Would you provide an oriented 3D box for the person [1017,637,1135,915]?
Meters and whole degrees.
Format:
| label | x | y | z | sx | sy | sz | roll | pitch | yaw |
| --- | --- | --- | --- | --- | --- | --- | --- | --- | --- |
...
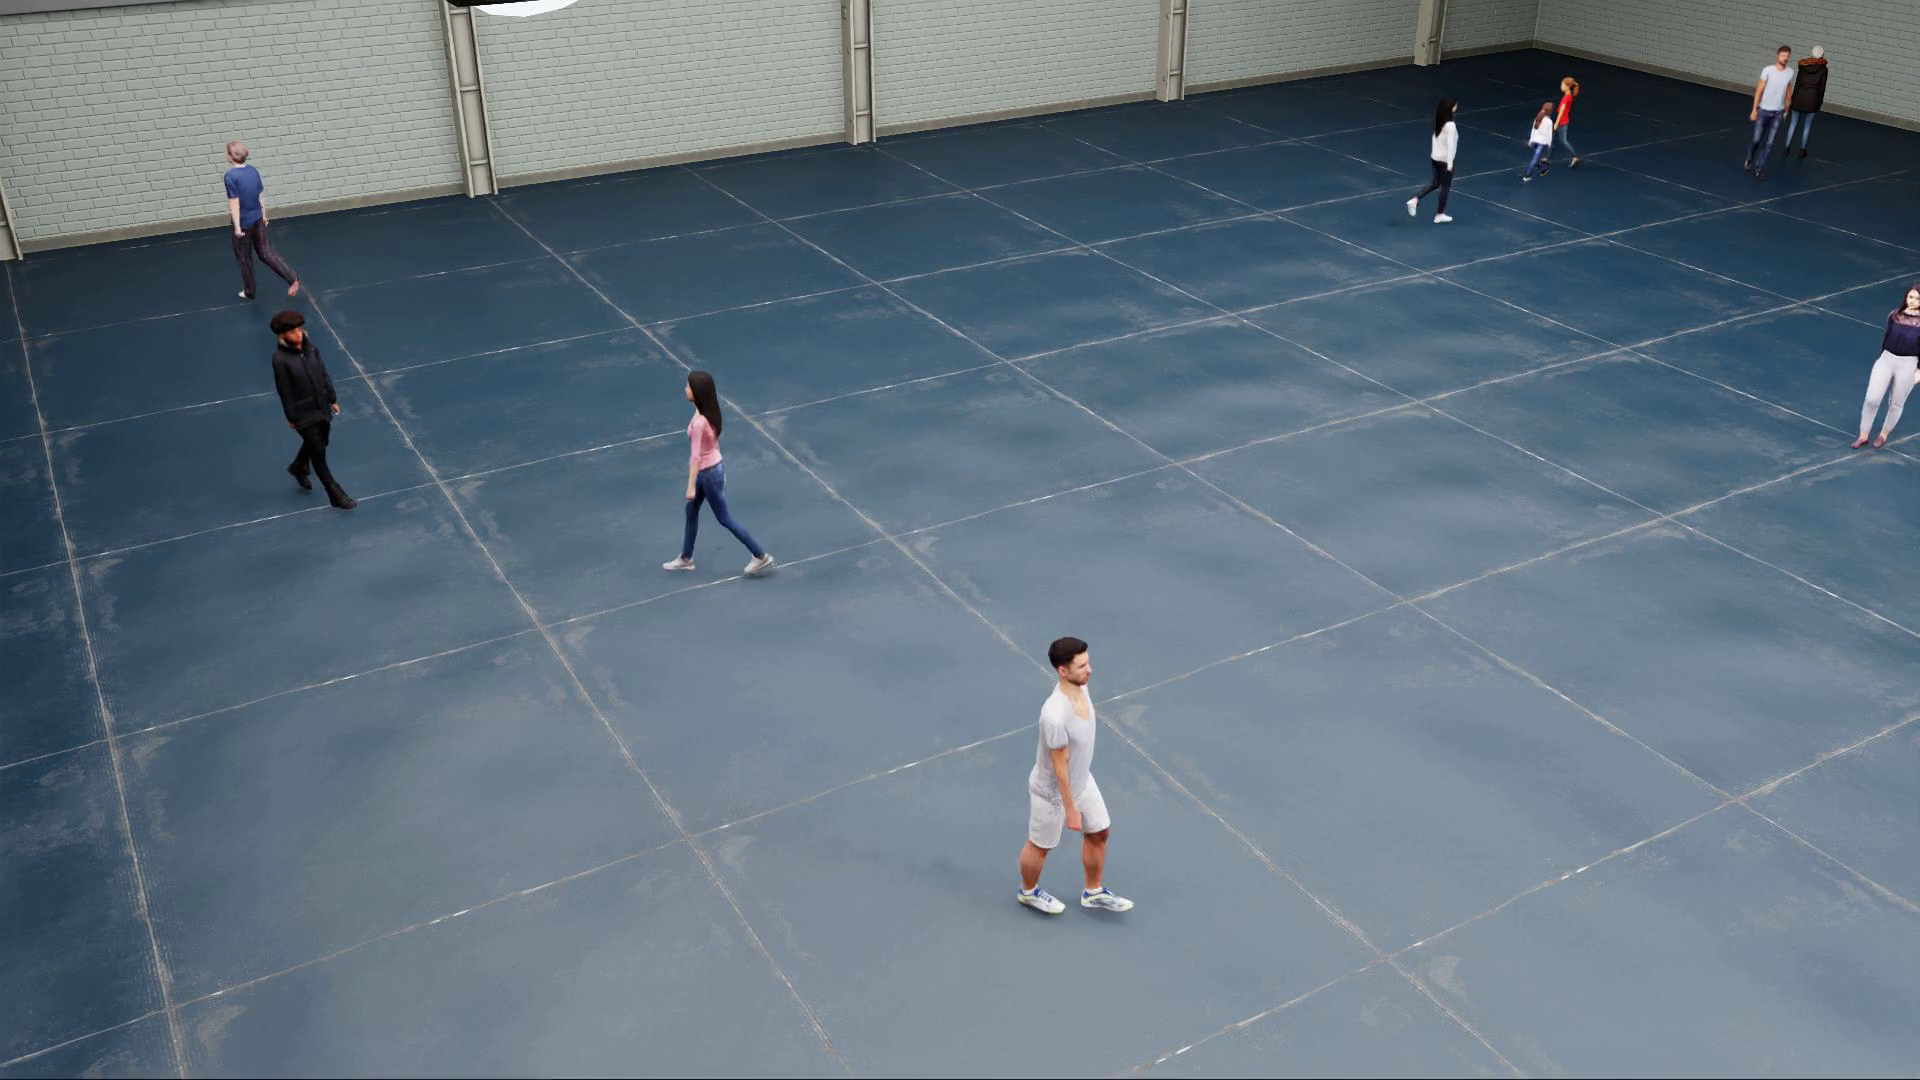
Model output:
| label | x | y | z | sx | sy | sz | roll | pitch | yaw |
| --- | --- | --- | --- | --- | --- | --- | --- | --- | --- |
| person | 0.487 | 1.340 | 9.355 | 1.000 | 1.832 | 0.984 | 14 | 30 | 25 |

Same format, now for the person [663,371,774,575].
| label | x | y | z | sx | sy | sz | roll | pitch | yaw |
| --- | --- | --- | --- | --- | --- | --- | --- | --- | --- |
| person | -1.881 | -0.481 | 13.031 | 1.209 | 1.704 | 1.004 | 1 | 27 | 1 |

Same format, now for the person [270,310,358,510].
| label | x | y | z | sx | sy | sz | roll | pitch | yaw |
| --- | --- | --- | --- | --- | --- | --- | --- | --- | --- |
| person | -5.625 | -1.140 | 14.260 | 1.069 | 1.752 | 1.128 | 13 | 30 | 24 |

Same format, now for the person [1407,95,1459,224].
| label | x | y | z | sx | sy | sz | roll | pitch | yaw |
| --- | --- | --- | --- | --- | --- | --- | --- | --- | --- |
| person | 6.234 | -4.970 | 21.772 | 0.953 | 1.684 | 0.773 | -6 | 28 | -12 |

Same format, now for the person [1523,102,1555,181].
| label | x | y | z | sx | sy | sz | roll | pitch | yaw |
| --- | --- | --- | --- | --- | --- | --- | --- | --- | --- |
| person | 8.276 | -5.699 | 23.846 | 0.744 | 1.082 | 0.456 | -17 | 32 | -30 |

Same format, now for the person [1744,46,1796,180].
| label | x | y | z | sx | sy | sz | roll | pitch | yaw |
| --- | --- | --- | --- | --- | --- | --- | --- | --- | --- |
| person | 11.608 | -6.159 | 23.889 | 0.843 | 1.860 | 0.902 | 5 | 28 | 9 |

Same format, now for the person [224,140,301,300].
| label | x | y | z | sx | sy | sz | roll | pitch | yaw |
| --- | --- | --- | --- | --- | --- | --- | --- | --- | --- |
| person | -8.014 | -3.594 | 18.923 | 1.099 | 1.846 | 1.122 | 12 | 30 | 22 |

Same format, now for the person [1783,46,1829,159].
| label | x | y | z | sx | sy | sz | roll | pitch | yaw |
| --- | --- | --- | --- | --- | --- | --- | --- | --- | --- |
| person | 12.710 | -6.589 | 24.971 | 0.706 | 1.633 | 0.717 | 18 | 32 | 31 |

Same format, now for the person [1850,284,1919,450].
| label | x | y | z | sx | sy | sz | roll | pitch | yaw |
| --- | --- | --- | --- | --- | --- | --- | --- | --- | --- |
| person | 8.654 | -1.584 | 15.298 | 0.786 | 1.591 | 0.697 | -24 | 36 | -39 |

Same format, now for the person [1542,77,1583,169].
| label | x | y | z | sx | sy | sz | roll | pitch | yaw |
| --- | --- | --- | --- | --- | --- | --- | --- | --- | --- |
| person | 8.908 | -6.102 | 24.404 | 0.887 | 1.288 | 0.863 | 9 | 29 | 17 |
